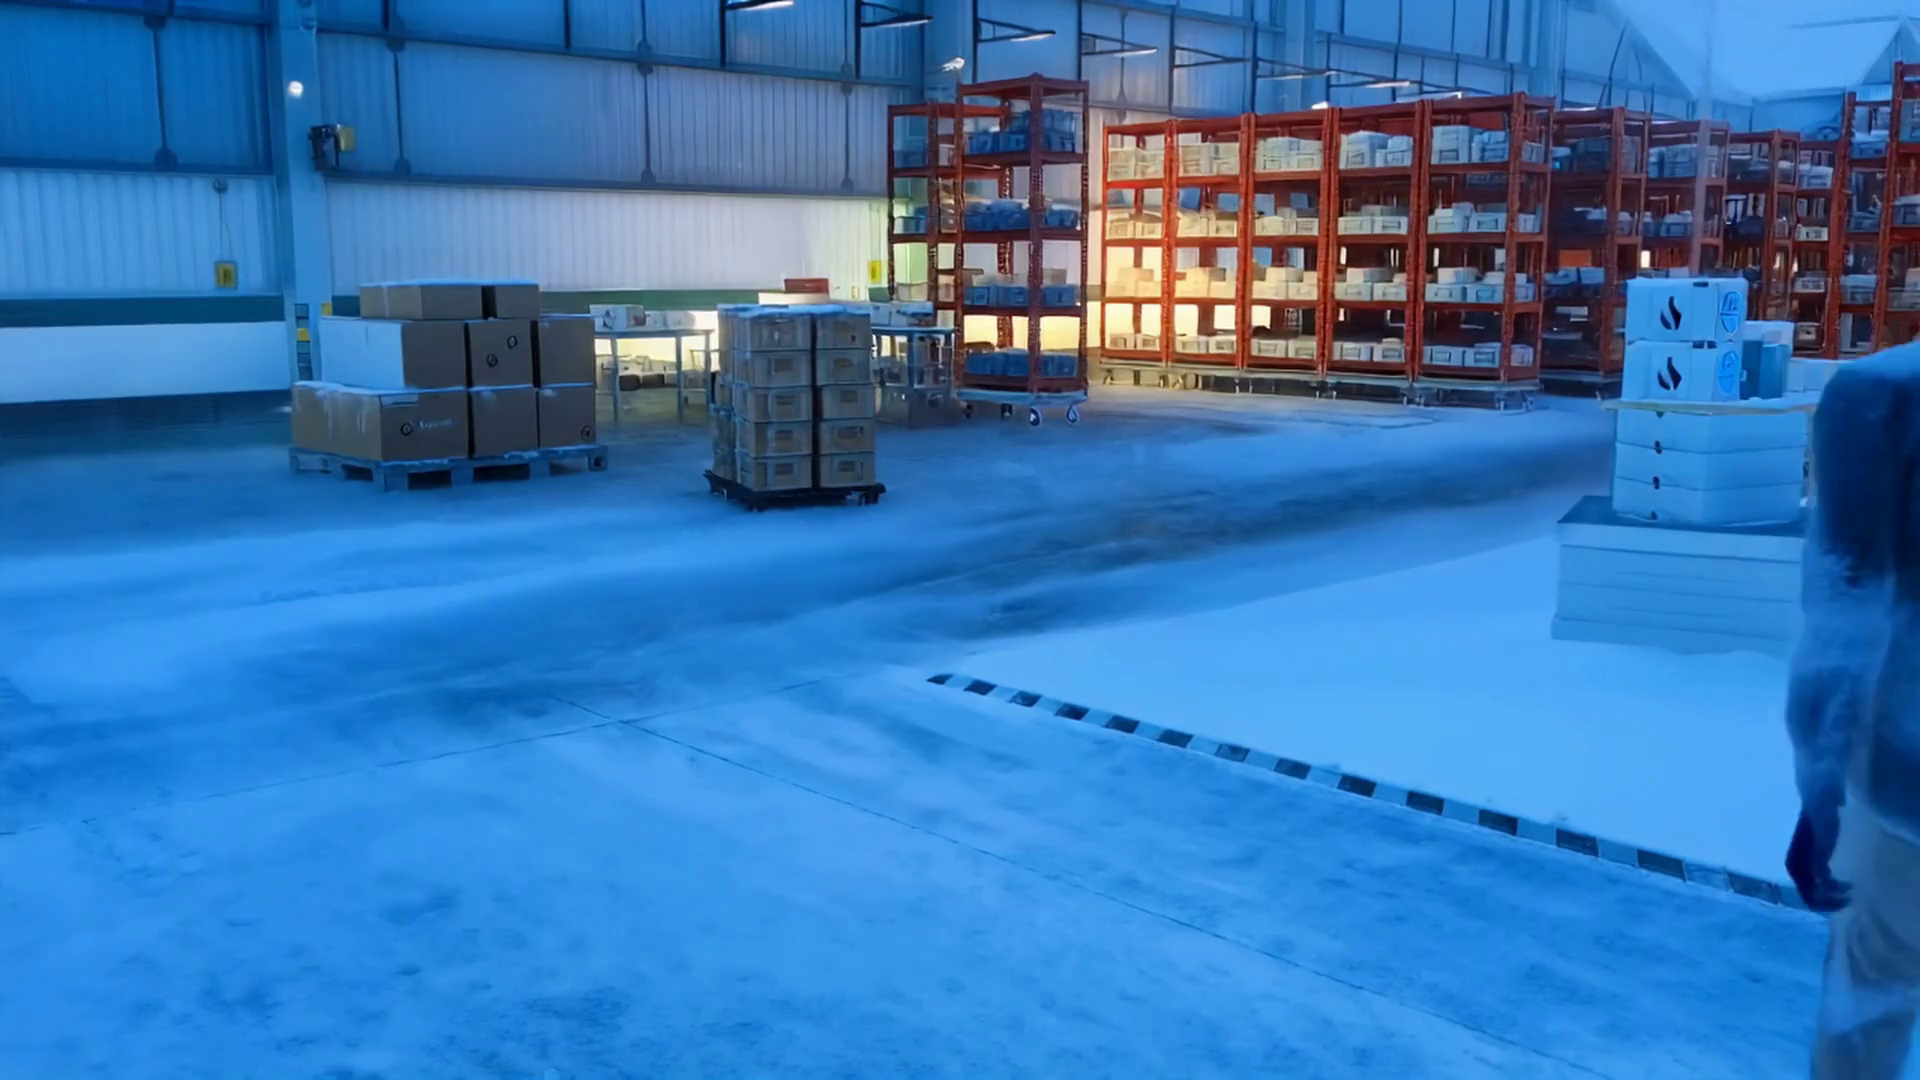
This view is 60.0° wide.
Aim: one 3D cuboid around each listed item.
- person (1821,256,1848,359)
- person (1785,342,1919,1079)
[{"bbox_3d":[14.348,-3.747,27.287,0.404,1.833,0.590,6,11,32],"label":"person"},{"bbox_3d":[1.552,0.330,2.461,0.644,1.942,1.044,2,10,12],"label":"person"}]
